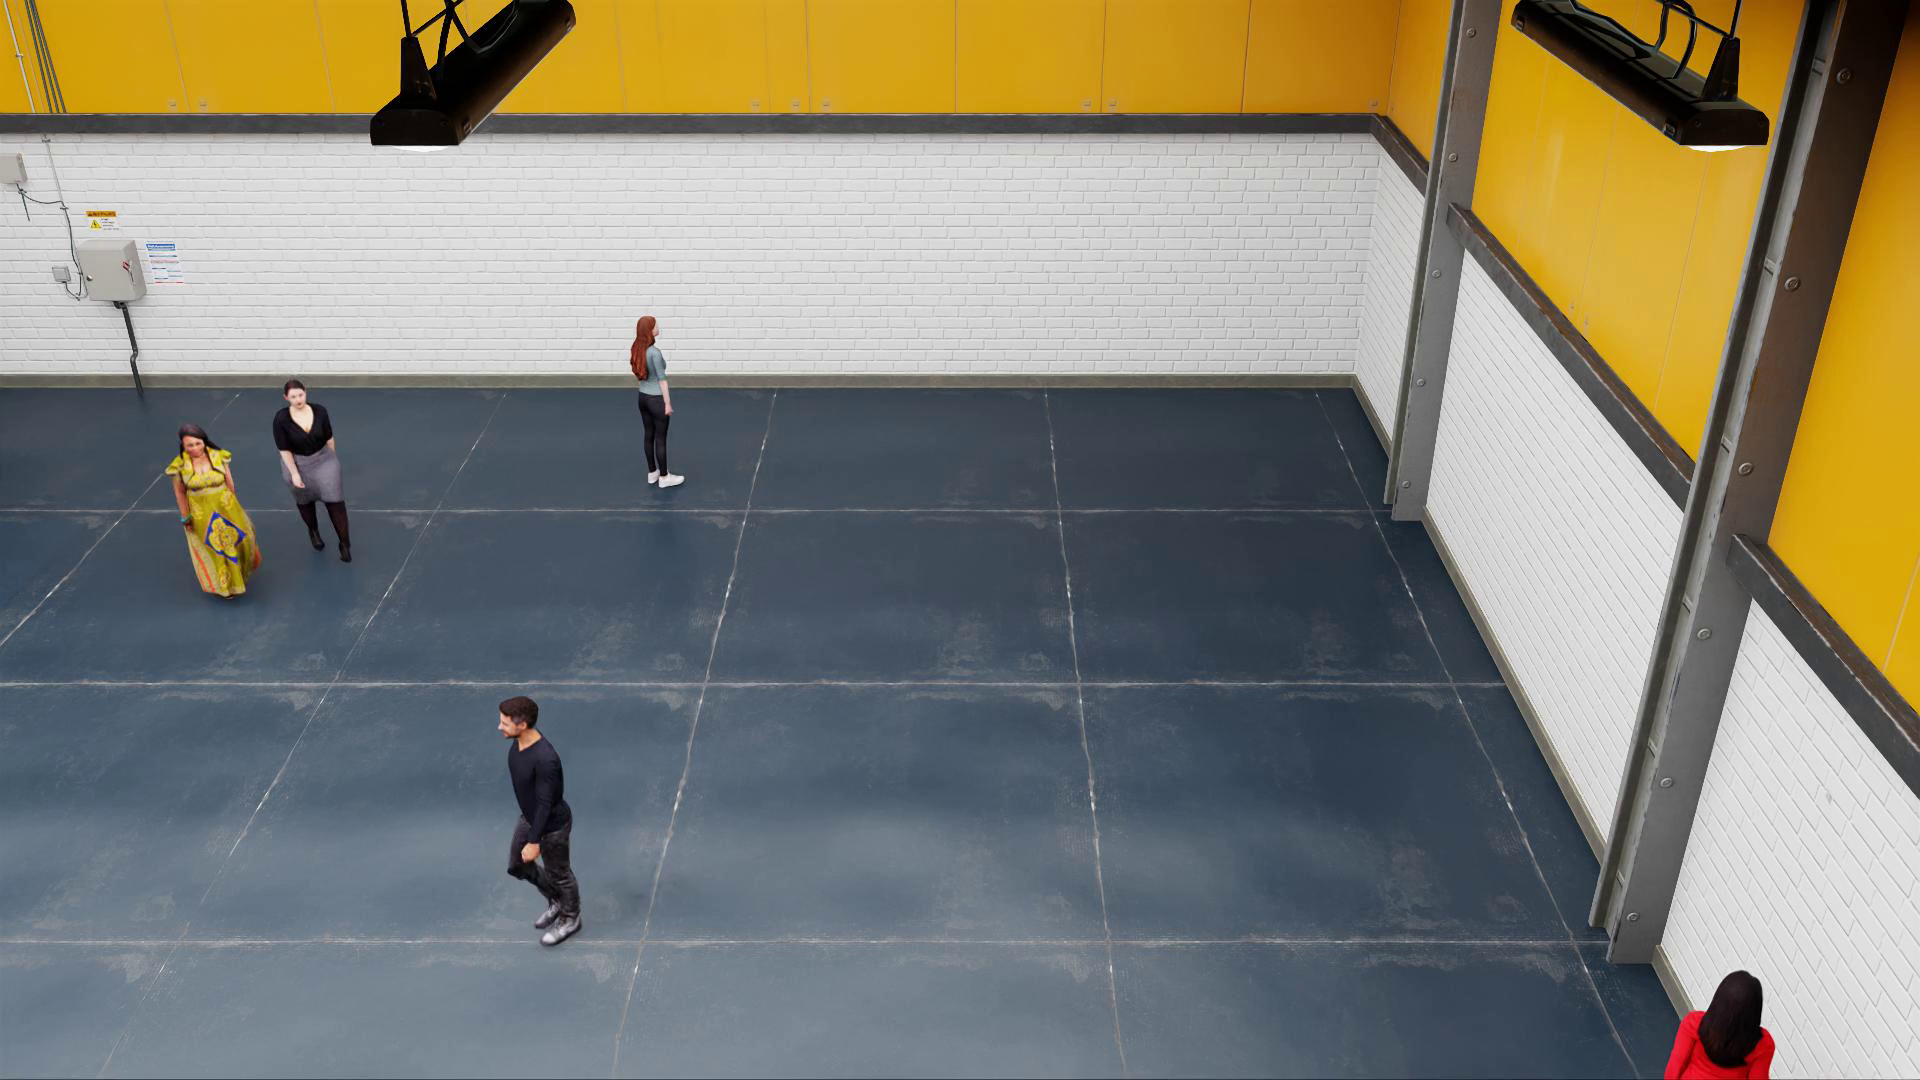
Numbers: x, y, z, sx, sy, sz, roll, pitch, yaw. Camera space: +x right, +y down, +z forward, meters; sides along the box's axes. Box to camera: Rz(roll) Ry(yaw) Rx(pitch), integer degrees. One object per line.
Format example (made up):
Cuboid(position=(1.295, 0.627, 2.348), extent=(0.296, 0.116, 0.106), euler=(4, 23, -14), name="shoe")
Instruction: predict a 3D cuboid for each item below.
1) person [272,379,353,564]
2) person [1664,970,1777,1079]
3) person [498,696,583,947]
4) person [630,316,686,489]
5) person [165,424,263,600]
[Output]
Cuboid(position=(-5.845, -0.661, 14.874), extent=(0.941, 1.727, 1.074), euler=(-16, 33, -27), name="person")
Cuboid(position=(3.788, 2.856, 8.405), extent=(0.712, 1.746, 0.735), euler=(11, 31, 20), name="person")
Cuboid(position=(-2.507, 1.728, 10.363), extent=(0.831, 1.854, 0.767), euler=(-22, 35, -34), name="person")
Cuboid(position=(-2.967, -1.342, 16.105), extent=(0.725, 1.743, 0.665), euler=(-25, 38, -38), name="person")
Cuboid(position=(-6.442, -0.277, 14.254), extent=(0.987, 1.645, 1.041), euler=(-21, 35, -34), name="person")
